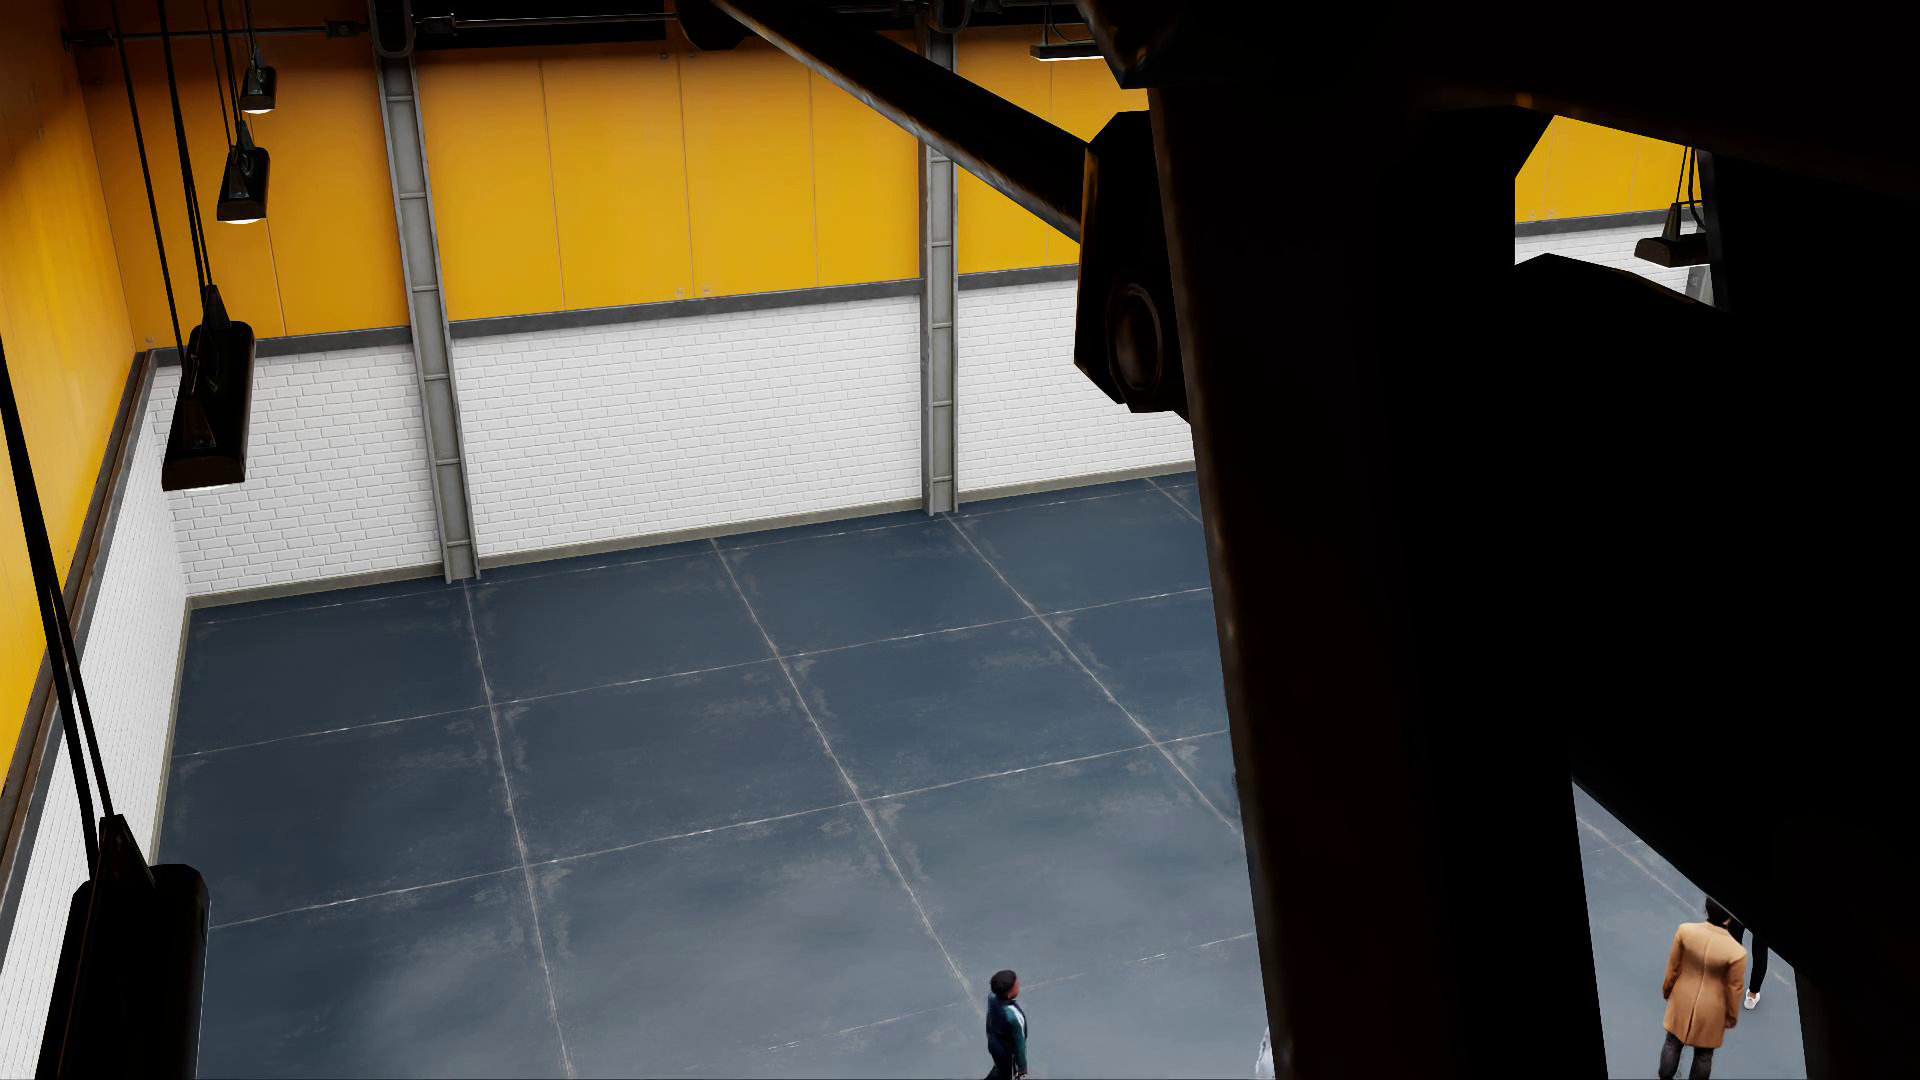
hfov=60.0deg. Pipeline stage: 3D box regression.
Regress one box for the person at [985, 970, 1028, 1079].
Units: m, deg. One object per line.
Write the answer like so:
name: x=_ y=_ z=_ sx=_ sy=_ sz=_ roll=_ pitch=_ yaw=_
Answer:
person: x=0.266 y=3.444 z=11.252 sx=0.687 sy=1.247 sz=0.543 roll=-12 pitch=26 yaw=-25

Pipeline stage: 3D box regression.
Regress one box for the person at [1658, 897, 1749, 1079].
person: x=5.049 y=3.134 z=11.363 sx=0.763 sy=1.726 sz=0.781 roll=19 pitch=30 yaw=37
